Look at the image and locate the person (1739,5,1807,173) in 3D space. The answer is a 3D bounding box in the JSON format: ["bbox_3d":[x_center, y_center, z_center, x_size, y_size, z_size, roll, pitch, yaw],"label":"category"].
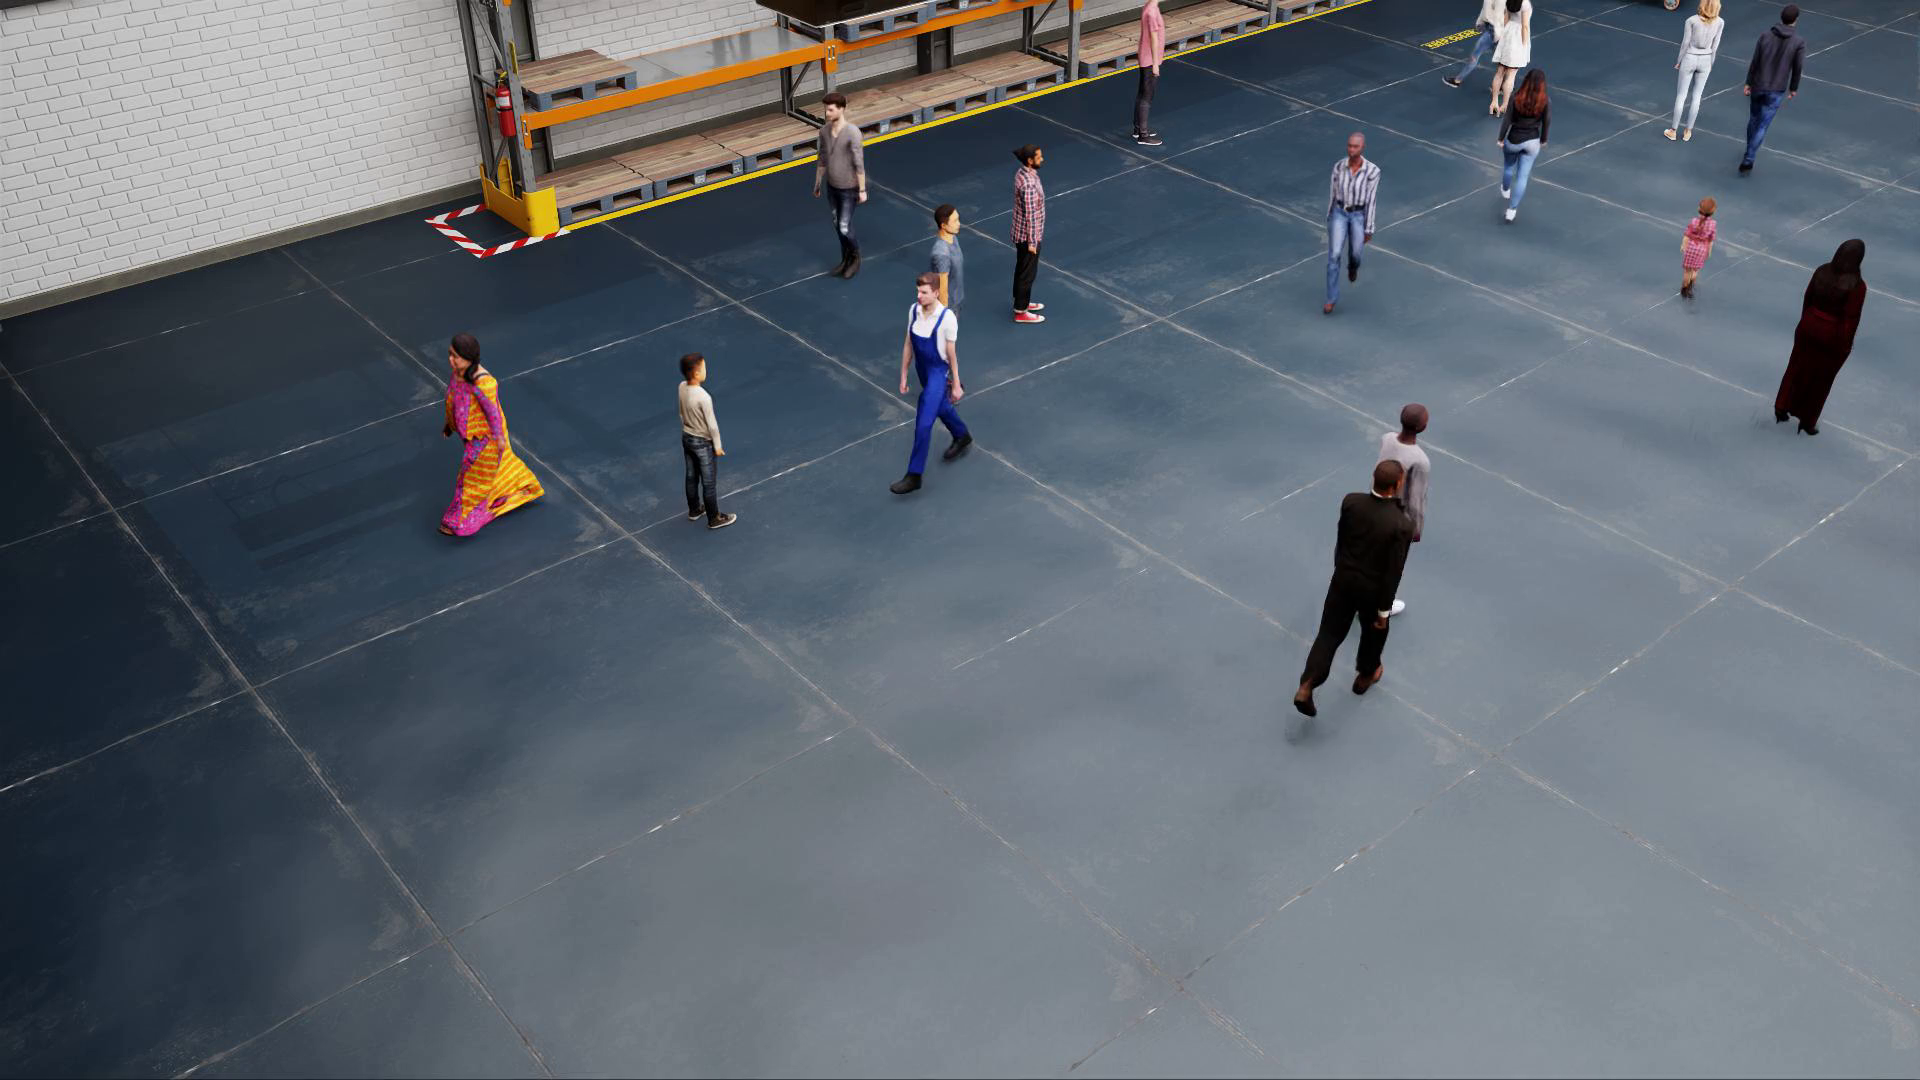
[{"bbox_3d":[9.271,-5.136,19.124,0.877,1.833,1.277,23,40,30],"label":"person"}]

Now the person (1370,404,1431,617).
[{"bbox_3d":[2.997,-0.169,11.718,0.816,1.759,0.701,-17,37,-24],"label":"person"}]

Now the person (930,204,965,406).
[{"bbox_3d":[-0.130,-2.081,14.550,0.783,1.809,0.702,5,34,7],"label":"person"}]

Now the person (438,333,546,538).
[{"bbox_3d":[-3.662,-0.880,12.888,1.162,1.649,0.688,-22,39,-29],"label":"person"}]

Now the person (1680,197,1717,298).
[{"bbox_3d":[7.302,-2.884,16.475,0.582,1.015,0.658,8,35,13],"label":"person"}]

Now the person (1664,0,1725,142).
[{"bbox_3d":[8.856,-5.714,20.028,0.665,1.796,0.714,5,34,7],"label":"person"}]

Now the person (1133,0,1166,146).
[{"bbox_3d":[2.258,-5.749,19.934,0.734,1.958,0.711,-3,34,-4],"label":"person"}]

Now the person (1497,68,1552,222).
[{"bbox_3d":[6.089,-4.255,18.011,1.020,1.599,1.189,10,35,15],"label":"person"}]

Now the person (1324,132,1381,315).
[{"bbox_3d":[3.788,-3.087,16.097,0.888,1.773,1.046,14,36,20],"label":"person"}]

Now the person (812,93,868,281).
[{"bbox_3d":[-1.116,-3.582,16.732,0.773,1.894,0.673,25,41,32],"label":"person"}]

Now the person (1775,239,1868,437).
[{"bbox_3d":[7.297,-1.726,14.063,0.694,1.757,0.726,-15,36,-21],"label":"person"}]

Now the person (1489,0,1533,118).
[{"bbox_3d":[6.888,-6.163,20.722,0.746,1.775,0.735,-12,35,-17],"label":"person"}]

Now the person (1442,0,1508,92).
[{"bbox_3d":[6.949,-6.532,21.401,1.183,1.638,1.147,5,34,8],"label":"person"}]

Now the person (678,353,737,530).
[{"bbox_3d":[-2.026,-0.769,12.887,0.582,1.465,0.546,26,42,34],"label":"person"}]

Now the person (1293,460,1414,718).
[{"bbox_3d":[2.564,0.354,10.832,0.865,1.871,1.275,23,40,30],"label":"person"}]

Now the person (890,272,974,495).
[{"bbox_3d":[-0.156,-1.341,13.446,0.777,1.800,1.326,26,41,33],"label":"person"}]

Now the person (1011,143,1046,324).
[{"bbox_3d":[0.643,-2.948,15.900,0.790,1.759,0.777,-4,34,-6],"label":"person"}]
